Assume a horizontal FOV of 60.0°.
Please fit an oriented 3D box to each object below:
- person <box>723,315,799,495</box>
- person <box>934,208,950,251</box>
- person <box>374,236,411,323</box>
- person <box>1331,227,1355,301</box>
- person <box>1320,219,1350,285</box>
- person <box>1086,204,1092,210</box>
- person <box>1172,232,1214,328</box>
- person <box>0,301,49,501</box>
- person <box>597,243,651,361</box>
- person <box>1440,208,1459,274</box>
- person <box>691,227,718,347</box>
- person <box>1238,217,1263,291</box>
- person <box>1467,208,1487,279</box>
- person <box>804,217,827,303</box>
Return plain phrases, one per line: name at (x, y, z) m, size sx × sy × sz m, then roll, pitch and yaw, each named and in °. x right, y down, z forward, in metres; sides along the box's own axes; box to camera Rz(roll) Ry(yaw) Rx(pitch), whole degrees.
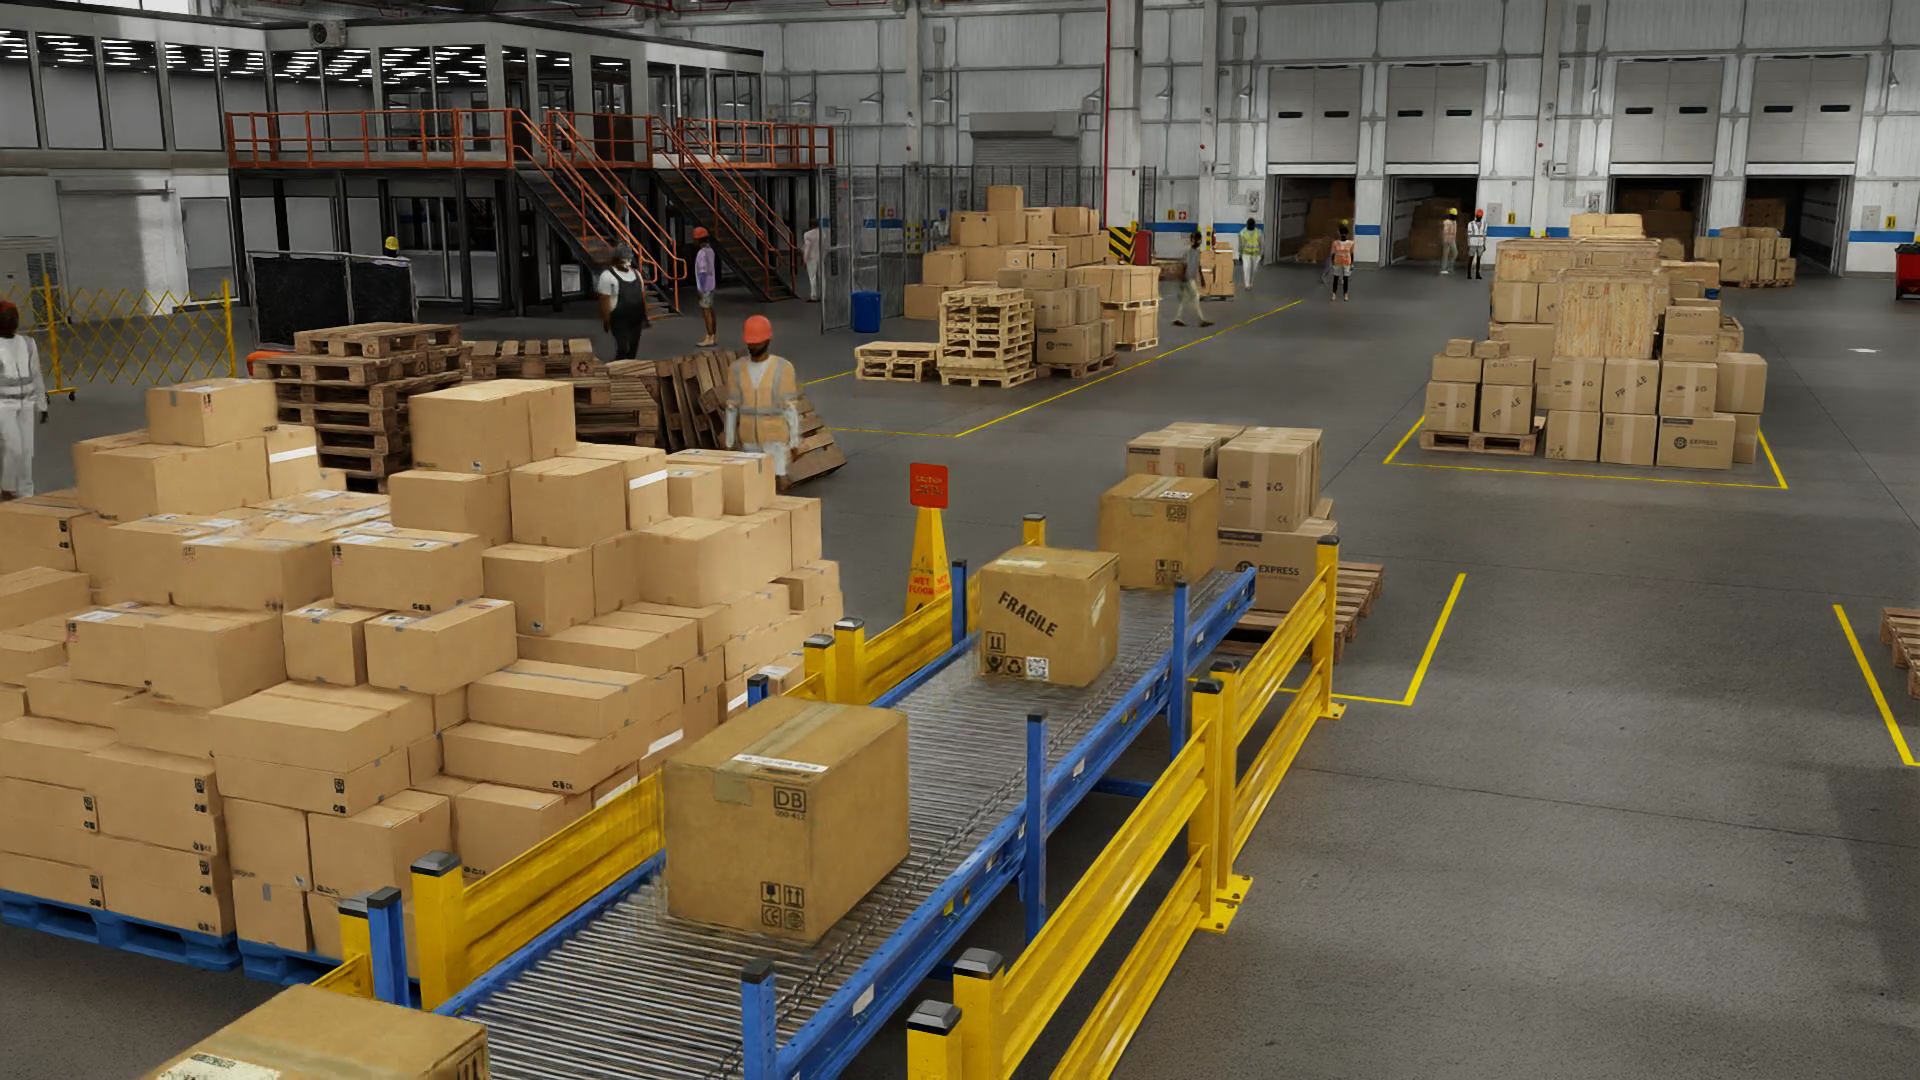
person at (-1.559, -0.772, 12.829) m, size 0.554 × 1.912 × 0.696 m, roll 3°, pitch 13°, yaw 14°
person at (-0.463, -8.265, 46.400) m, size 0.613 × 1.942 × 0.405 m, roll 0°, pitch 13°, yaw 2°
person at (-9.398, -4.078, 27.645) m, size 0.585 × 1.922 × 0.377 m, roll -8°, pitch 15°, yaw -31°
person at (8.841, -6.374, 38.451) m, size 0.536 × 1.696 × 0.322 m, roll 3°, pitch 13°, yaw 13°
person at (9.932, -7.620, 43.968) m, size 0.815 × 1.729 × 0.528 m, roll 6°, pitch 14°, yaw 24°
person at (3.826, -9.145, 50.279) m, size 0.848 × 1.974 × 0.617 m, roll -10°, pitch 16°, yaw -37°
person at (4.486, -5.002, 32.033) m, size 0.943 × 1.821 × 0.524 m, roll 8°, pitch 15°, yaw 31°
person at (-8.361, -1.174, 14.728) m, size 0.412 × 1.871 × 0.602 m, roll 6°, pitch 14°, yaw 24°
person at (-4.561, -3.069, 22.852) m, size 0.560 × 2.000 × 0.690 m, roll 9°, pitch 15°, yaw 34°
person at (14.321, -8.713, 48.482) m, size 0.604 × 1.906 × 0.611 m, roll -10°, pitch 16°, yaw -37°
person at (-4.396, -4.328, 28.501) m, size 0.395 × 2.038 × 0.615 m, roll 2°, pitch 13°, yaw 7°
person at (7.309, -7.205, 41.893) m, size 0.635 × 1.825 × 0.625 m, roll 0°, pitch 13°, yaw -1°
person at (14.314, -8.194, 46.064) m, size 0.545 × 1.942 × 0.354 m, roll -1°, pitch 13°, yaw -4°
person at (-3.289, -6.356, 37.830) m, size 0.635 × 1.936 × 0.354 m, roll -11°, pitch 17°, yaw -41°
